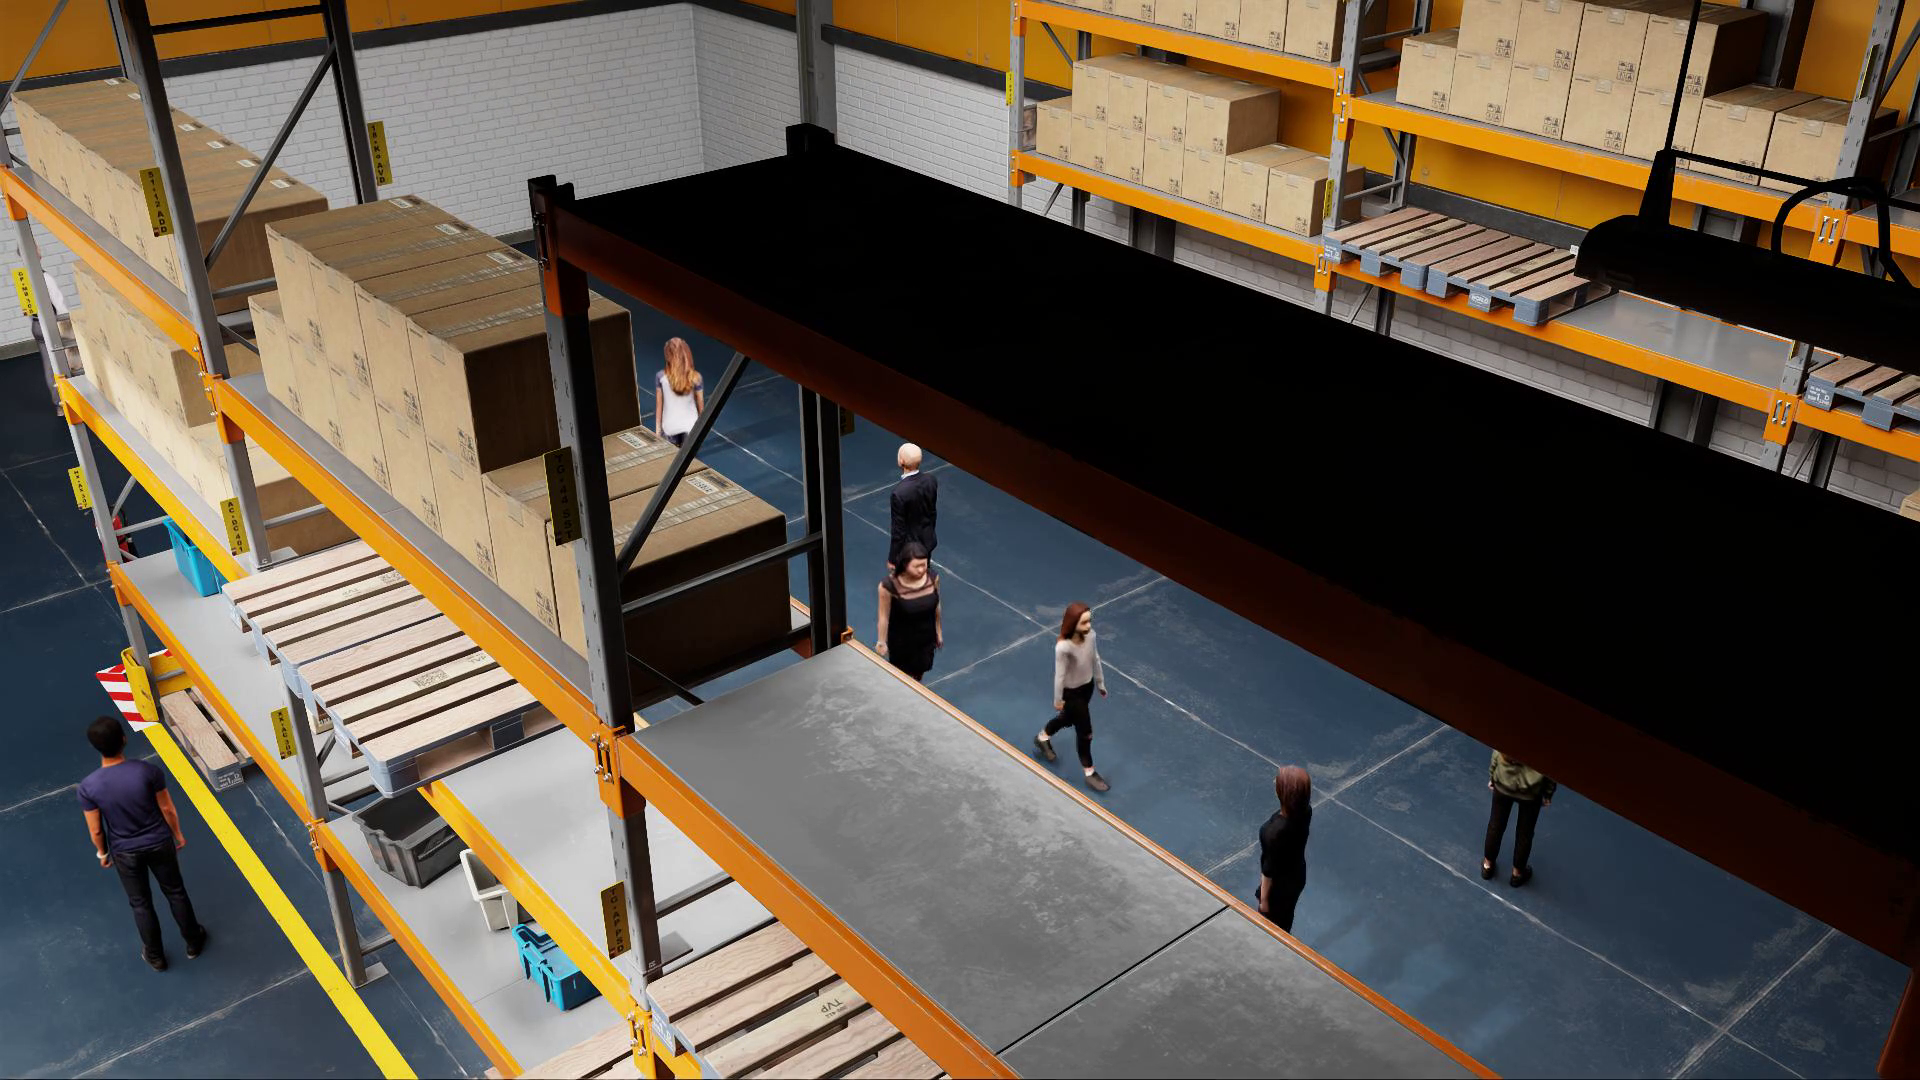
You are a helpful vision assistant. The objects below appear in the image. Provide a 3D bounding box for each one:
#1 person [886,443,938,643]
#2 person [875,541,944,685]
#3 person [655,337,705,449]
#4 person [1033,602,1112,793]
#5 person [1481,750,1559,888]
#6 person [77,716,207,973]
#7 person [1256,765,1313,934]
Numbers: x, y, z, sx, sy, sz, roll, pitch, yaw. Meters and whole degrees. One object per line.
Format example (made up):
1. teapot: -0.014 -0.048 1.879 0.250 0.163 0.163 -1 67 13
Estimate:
1. person: -0.388 0.042 13.476 0.635 1.800 0.726 22 36 35
2. person: -0.408 0.717 12.342 0.694 1.700 0.696 -15 32 -26
3. person: -2.604 -0.986 15.494 0.960 1.672 1.064 -2 29 -4
4. person: 0.786 1.060 11.967 1.003 1.458 0.656 22 36 34
5. person: 3.672 1.626 10.912 0.568 1.475 0.708 15 32 25
6. person: -5.001 1.863 10.153 0.680 1.784 0.573 -16 33 -27
7. person: 1.976 2.086 9.846 0.991 1.687 0.707 21 35 34
